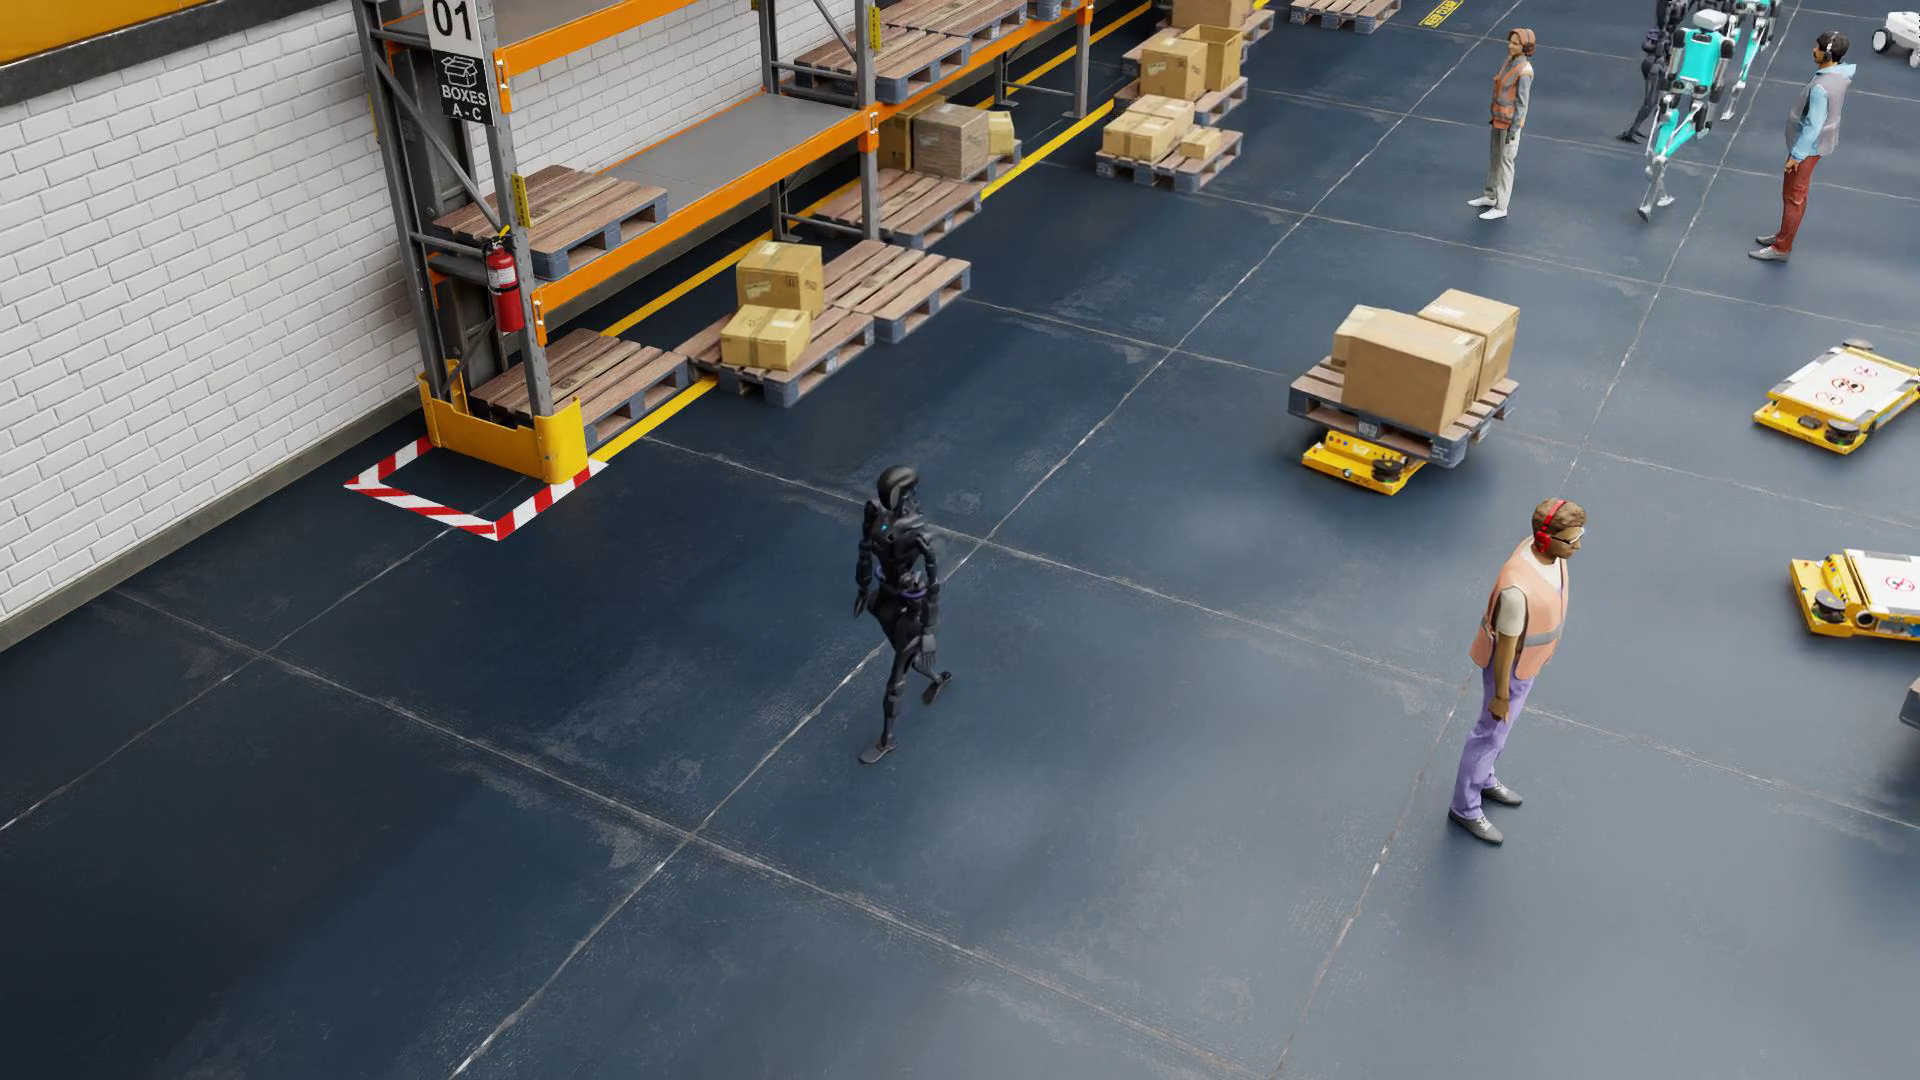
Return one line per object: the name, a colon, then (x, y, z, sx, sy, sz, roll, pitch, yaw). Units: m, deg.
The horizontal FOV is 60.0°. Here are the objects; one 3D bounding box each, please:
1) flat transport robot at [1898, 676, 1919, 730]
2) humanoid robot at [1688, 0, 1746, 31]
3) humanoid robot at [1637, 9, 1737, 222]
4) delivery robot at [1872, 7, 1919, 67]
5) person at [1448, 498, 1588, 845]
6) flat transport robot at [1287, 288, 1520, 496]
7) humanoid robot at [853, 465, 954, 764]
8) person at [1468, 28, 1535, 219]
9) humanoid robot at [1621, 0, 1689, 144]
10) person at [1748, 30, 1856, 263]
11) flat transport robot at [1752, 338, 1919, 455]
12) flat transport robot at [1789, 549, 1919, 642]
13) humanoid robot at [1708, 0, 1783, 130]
flat transport robot: (5.570, 1.074, 8.522, 1.431, 0.231, 0.659, -28, 43, -35)
humanoid robot: (7.994, -5.700, 17.534, 0.601, 1.635, 0.742, 17, 37, 24)
humanoid robot: (6.087, -3.576, 14.270, 0.531, 1.775, 1.000, 29, 43, 36)
delivery robot: (10.507, -5.563, 18.300, 0.499, 0.589, 0.784, -5, 34, -8)
person: (2.599, 0.583, 7.836, 0.373, 1.843, 0.568, 19, 38, 27)
flat transport robot: (2.965, -0.765, 11.306, 0.659, 0.231, 1.431, 24, 40, 31)
humanoid robot: (-0.257, 0.313, 8.438, 0.752, 1.642, 0.602, -27, 42, -34)
person: (4.705, -3.589, 14.328, 0.304, 1.644, 0.521, -1, 33, -1)
humanoid robot: (6.700, -4.658, 15.934, 0.341, 1.650, 0.590, 17, 37, 24)
person: (6.875, -3.178, 13.496, 0.410, 1.879, 0.533, 20, 38, 27)
flat transport robot: (6.238, -1.019, 11.690, 1.431, 0.231, 0.659, -26, 42, -34)
flat transport robot: (5.623, 0.369, 9.590, 1.431, 0.231, 0.659, 7, 34, 10)
humanoid robot: (7.590, -4.853, 16.225, 0.558, 1.848, 0.859, 20, 38, 27)
